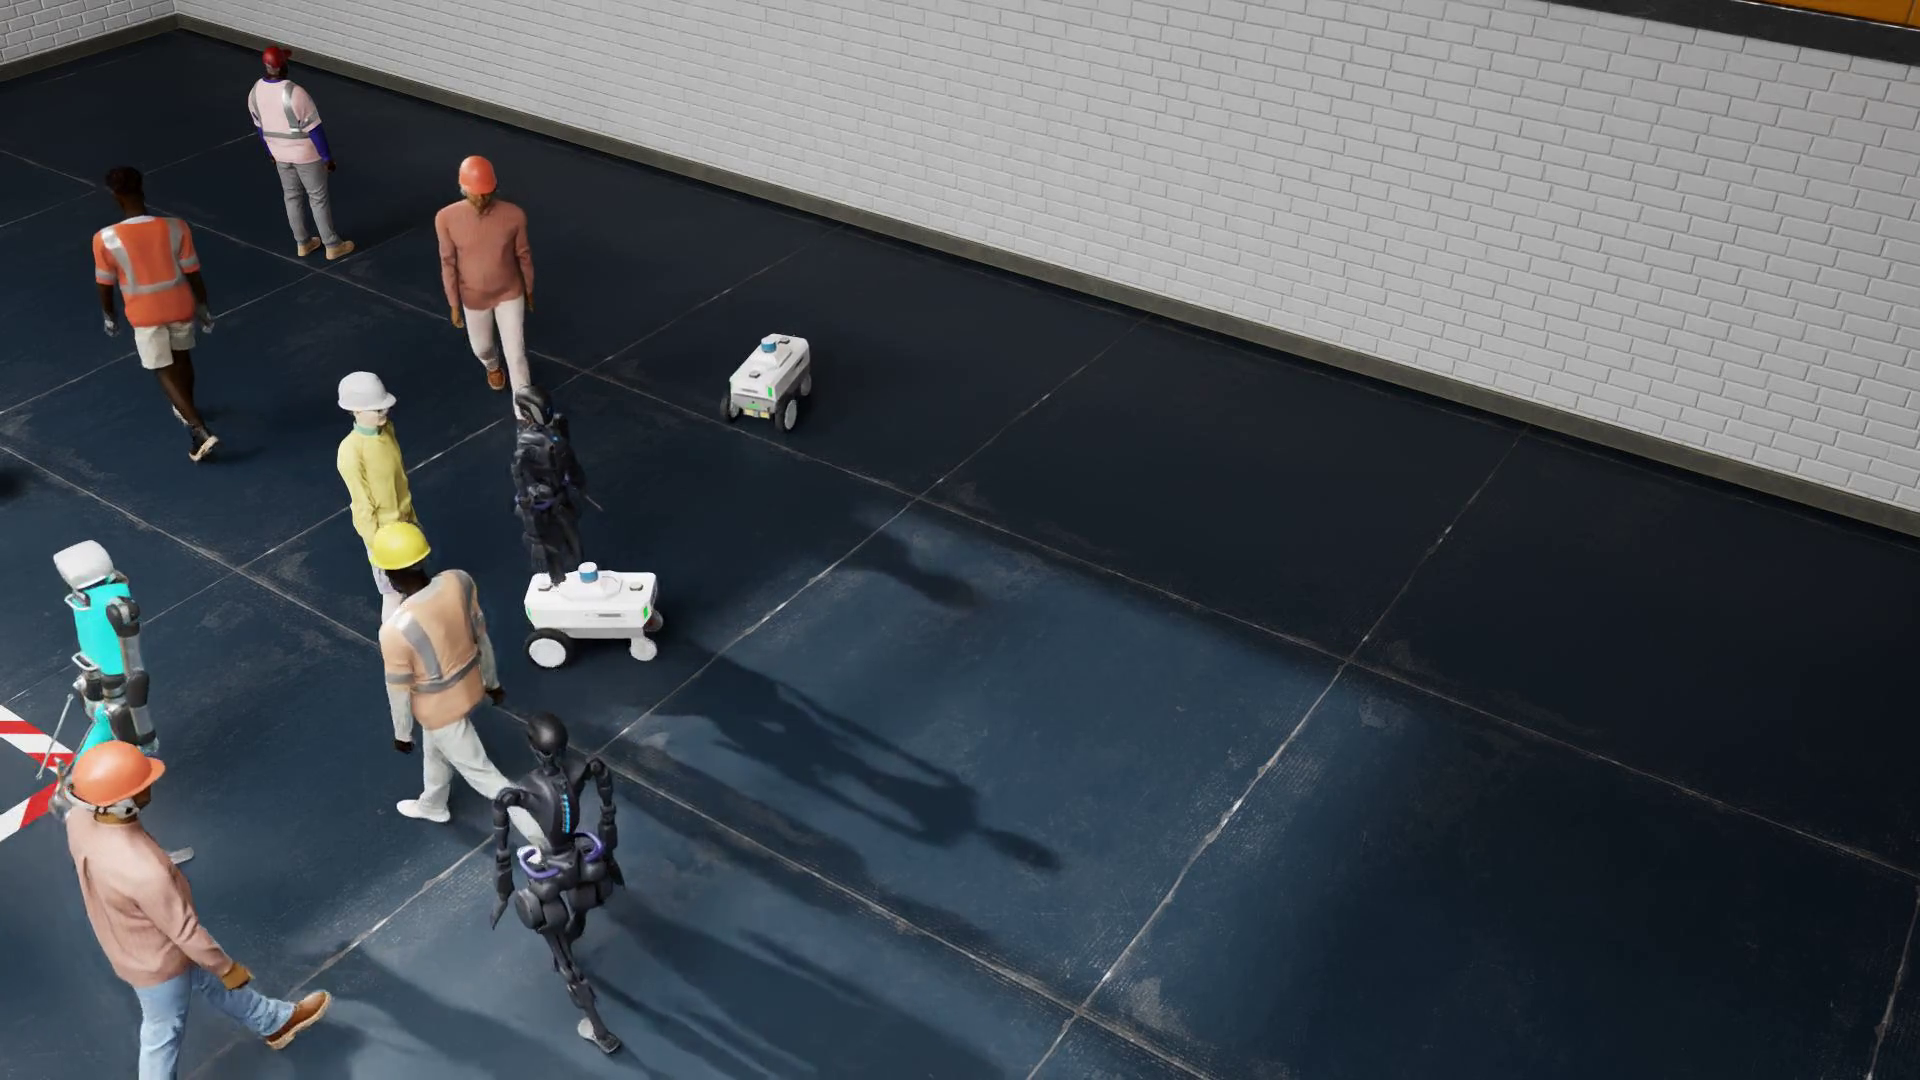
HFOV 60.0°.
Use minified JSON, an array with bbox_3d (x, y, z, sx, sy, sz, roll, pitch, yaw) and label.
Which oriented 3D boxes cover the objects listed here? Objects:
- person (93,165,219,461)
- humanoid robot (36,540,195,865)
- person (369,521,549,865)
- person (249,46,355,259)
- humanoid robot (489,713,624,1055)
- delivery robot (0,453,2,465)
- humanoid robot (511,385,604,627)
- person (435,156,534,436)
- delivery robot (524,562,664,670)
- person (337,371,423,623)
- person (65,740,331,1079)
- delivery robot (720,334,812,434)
[{"bbox_3d":[-5.256,-1.486,10.955,0.663,1.925,0.945,-25,42,-31],"label":"person"},{"bbox_3d":[-4.063,0.902,7.706,0.530,1.791,0.798,26,42,32],"label":"humanoid robot"},{"bbox_3d":[-2.370,0.737,7.818,1.006,1.876,0.589,11,36,15],"label":"person"},{"bbox_3d":[-5.329,-3.117,13.422,0.604,1.756,0.419,10,36,14],"label":"person"},{"bbox_3d":[-1.723,1.409,7.062,0.614,1.620,0.770,-24,42,-30],"label":"humanoid robot"},{"bbox_3d":[-6.657,-0.502,10.715,0.757,0.575,0.499,-9,36,-13],"label":"delivery robot"},{"bbox_3d":[-2.260,-0.158,9.268,0.369,1.649,0.599,12,37,16],"label":"humanoid robot"},{"bbox_3d":[-3.159,-1.705,11.228,0.601,1.959,0.871,-7,36,-10],"label":"person"},{"bbox_3d":[-2.101,0.395,9.448,0.771,0.592,0.499,0,35,0],"label":"delivery robot"},{"bbox_3d":[-3.069,-0.061,8.939,0.385,1.892,0.472,4,35,6],"label":"person"},{"bbox_3d":[-3.046,1.533,6.602,0.977,1.947,0.642,-30,45,-35],"label":"person"},{"bbox_3d":[-1.328,-1.113,11.621,0.499,0.614,0.812,11,36,15],"label":"delivery robot"}]
